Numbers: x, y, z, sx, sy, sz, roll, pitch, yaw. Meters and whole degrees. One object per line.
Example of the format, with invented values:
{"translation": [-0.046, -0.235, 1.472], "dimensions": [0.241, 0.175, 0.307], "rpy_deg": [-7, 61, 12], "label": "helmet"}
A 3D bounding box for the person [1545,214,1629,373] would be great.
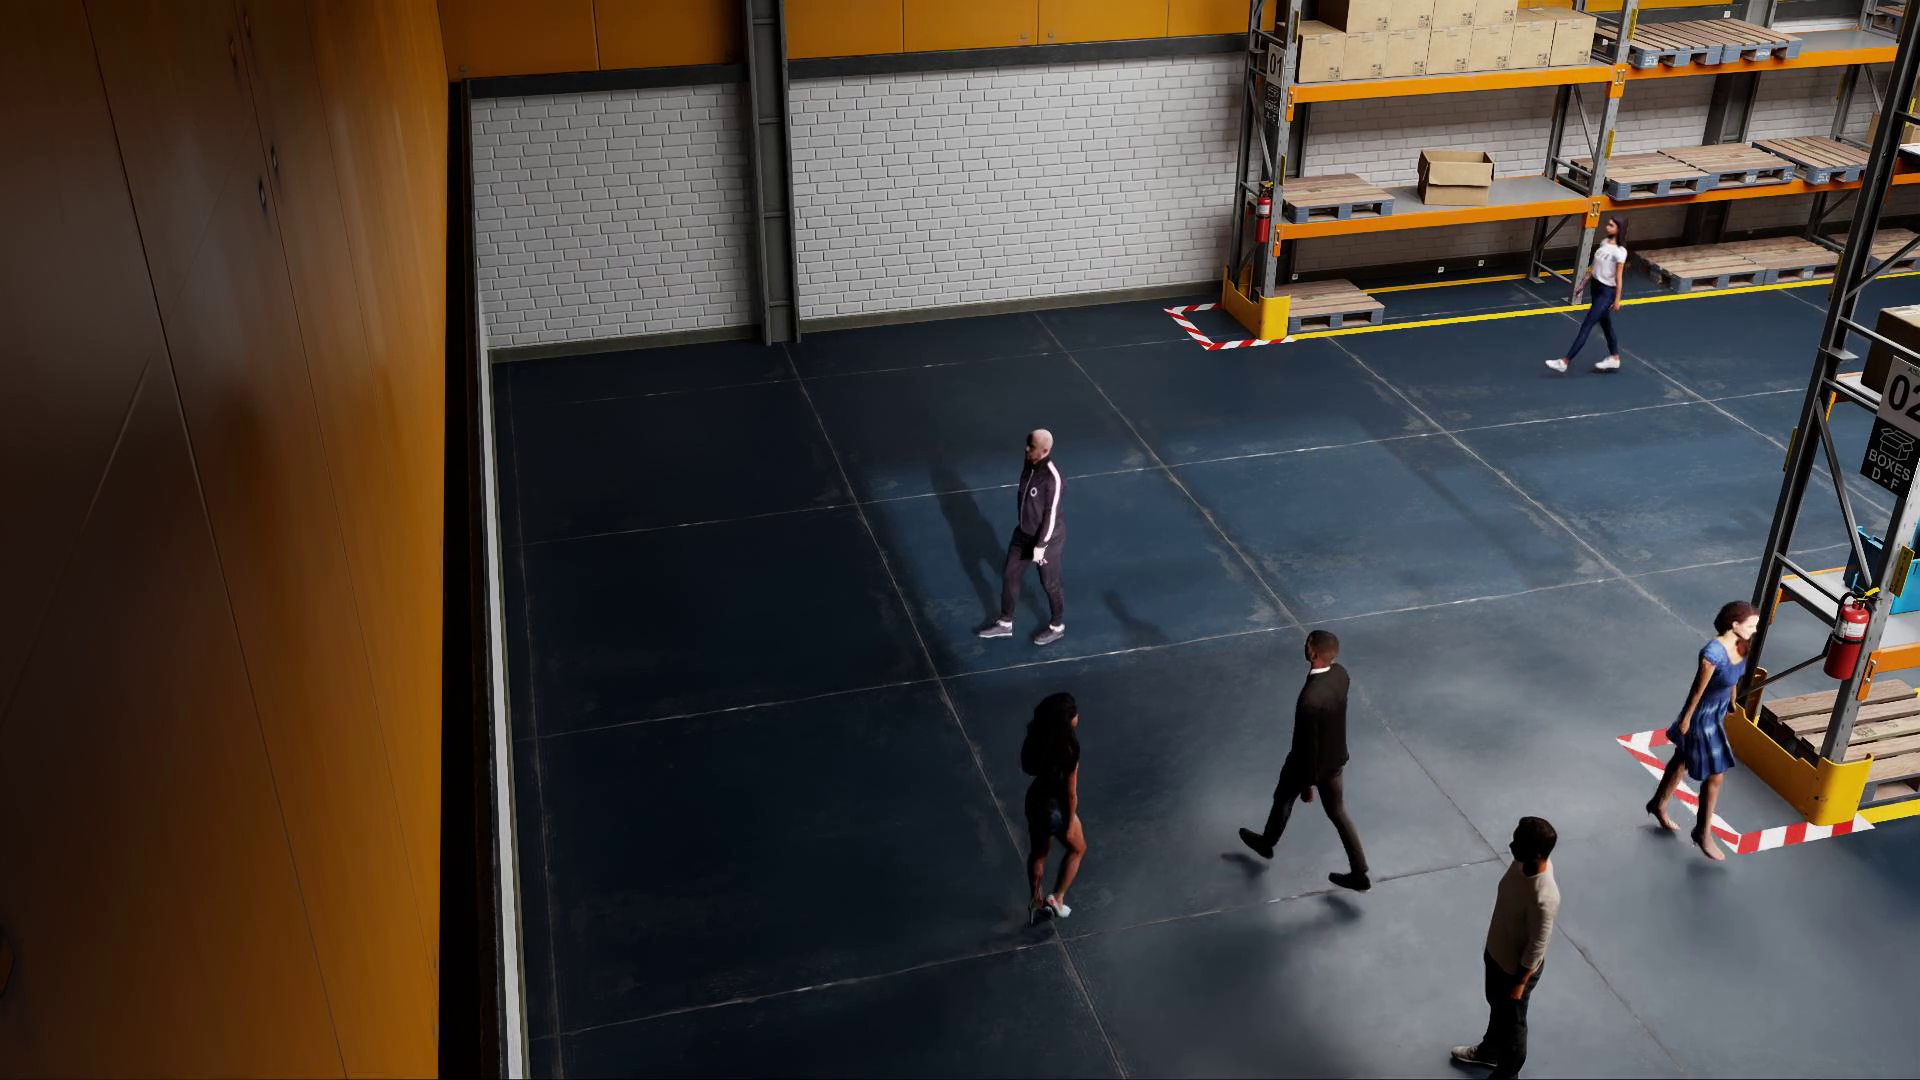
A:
{"translation": [6.848, -2.561, 17.508], "dimensions": [1.151, 1.724, 0.736], "rpy_deg": [-2, 29, -4], "label": "person"}

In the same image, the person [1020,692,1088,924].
{"translation": [0.481, 1.645, 9.919], "dimensions": [0.713, 1.609, 0.653], "rpy_deg": [-18, 33, -30], "label": "person"}

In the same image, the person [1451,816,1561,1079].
{"translation": [2.928, 2.179, 8.733], "dimensions": [0.671, 1.806, 0.723], "rpy_deg": [2, 29, 4], "label": "person"}

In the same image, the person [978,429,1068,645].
{"translation": [0.699, -0.017, 12.748], "dimensions": [0.959, 1.816, 0.805], "rpy_deg": [-15, 32, -25], "label": "person"}

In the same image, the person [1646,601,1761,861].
{"translation": [4.677, 1.143, 10.652], "dimensions": [0.948, 1.787, 0.911], "rpy_deg": [23, 36, 35], "label": "person"}

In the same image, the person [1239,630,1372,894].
{"translation": [2.265, 1.407, 10.207], "dimensions": [1.139, 1.750, 1.220], "rpy_deg": [23, 36, 36], "label": "person"}
